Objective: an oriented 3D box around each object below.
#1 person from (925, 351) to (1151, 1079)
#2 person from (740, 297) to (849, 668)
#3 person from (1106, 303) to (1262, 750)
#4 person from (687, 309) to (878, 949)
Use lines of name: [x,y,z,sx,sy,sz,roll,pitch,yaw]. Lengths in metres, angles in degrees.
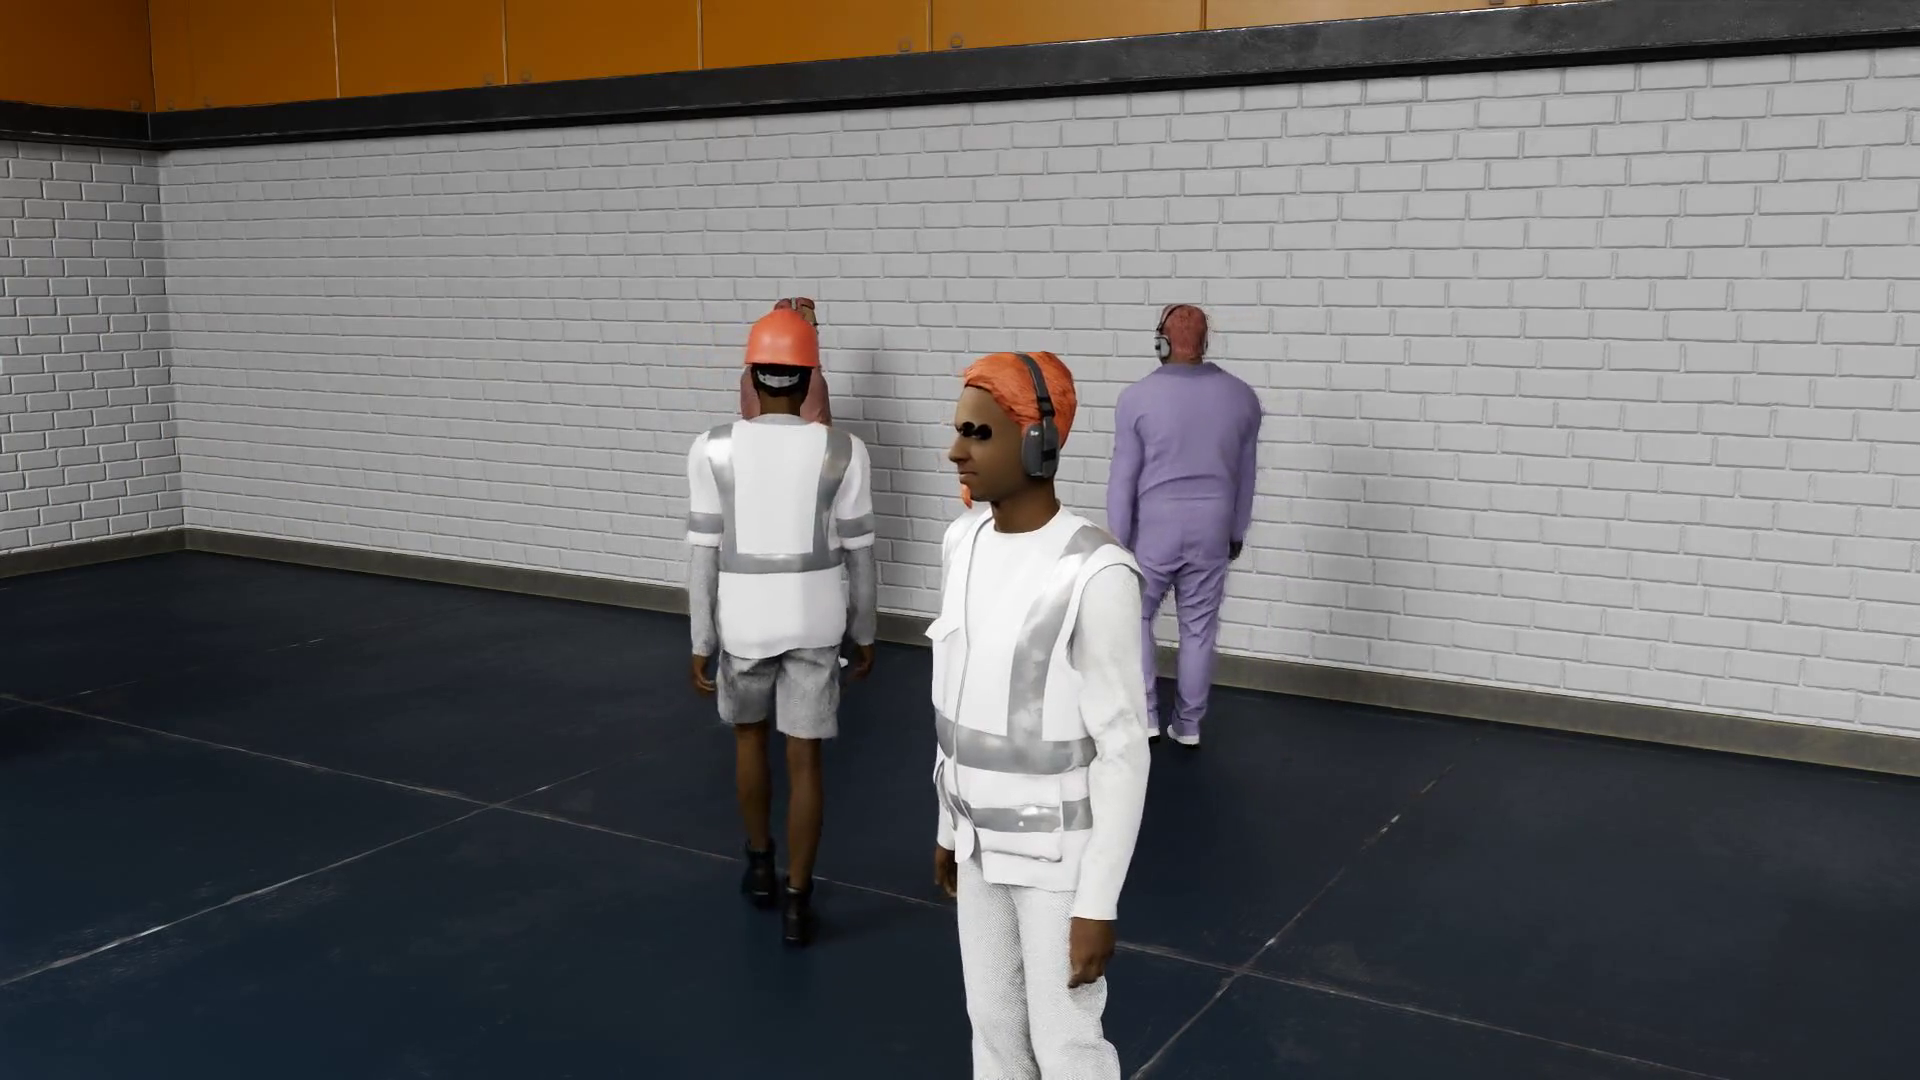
person: [0.121,0.590,3.134,0.359,1.882,0.575,-6,11,-31]
person: [-0.847,-0.284,8.525,0.400,1.905,0.643,-7,11,-37]
person: [0.916,-0.034,6.970,0.671,1.901,0.464,-2,9,-12]
person: [-0.538,0.249,5.163,0.565,1.909,0.728,0,9,-2]
